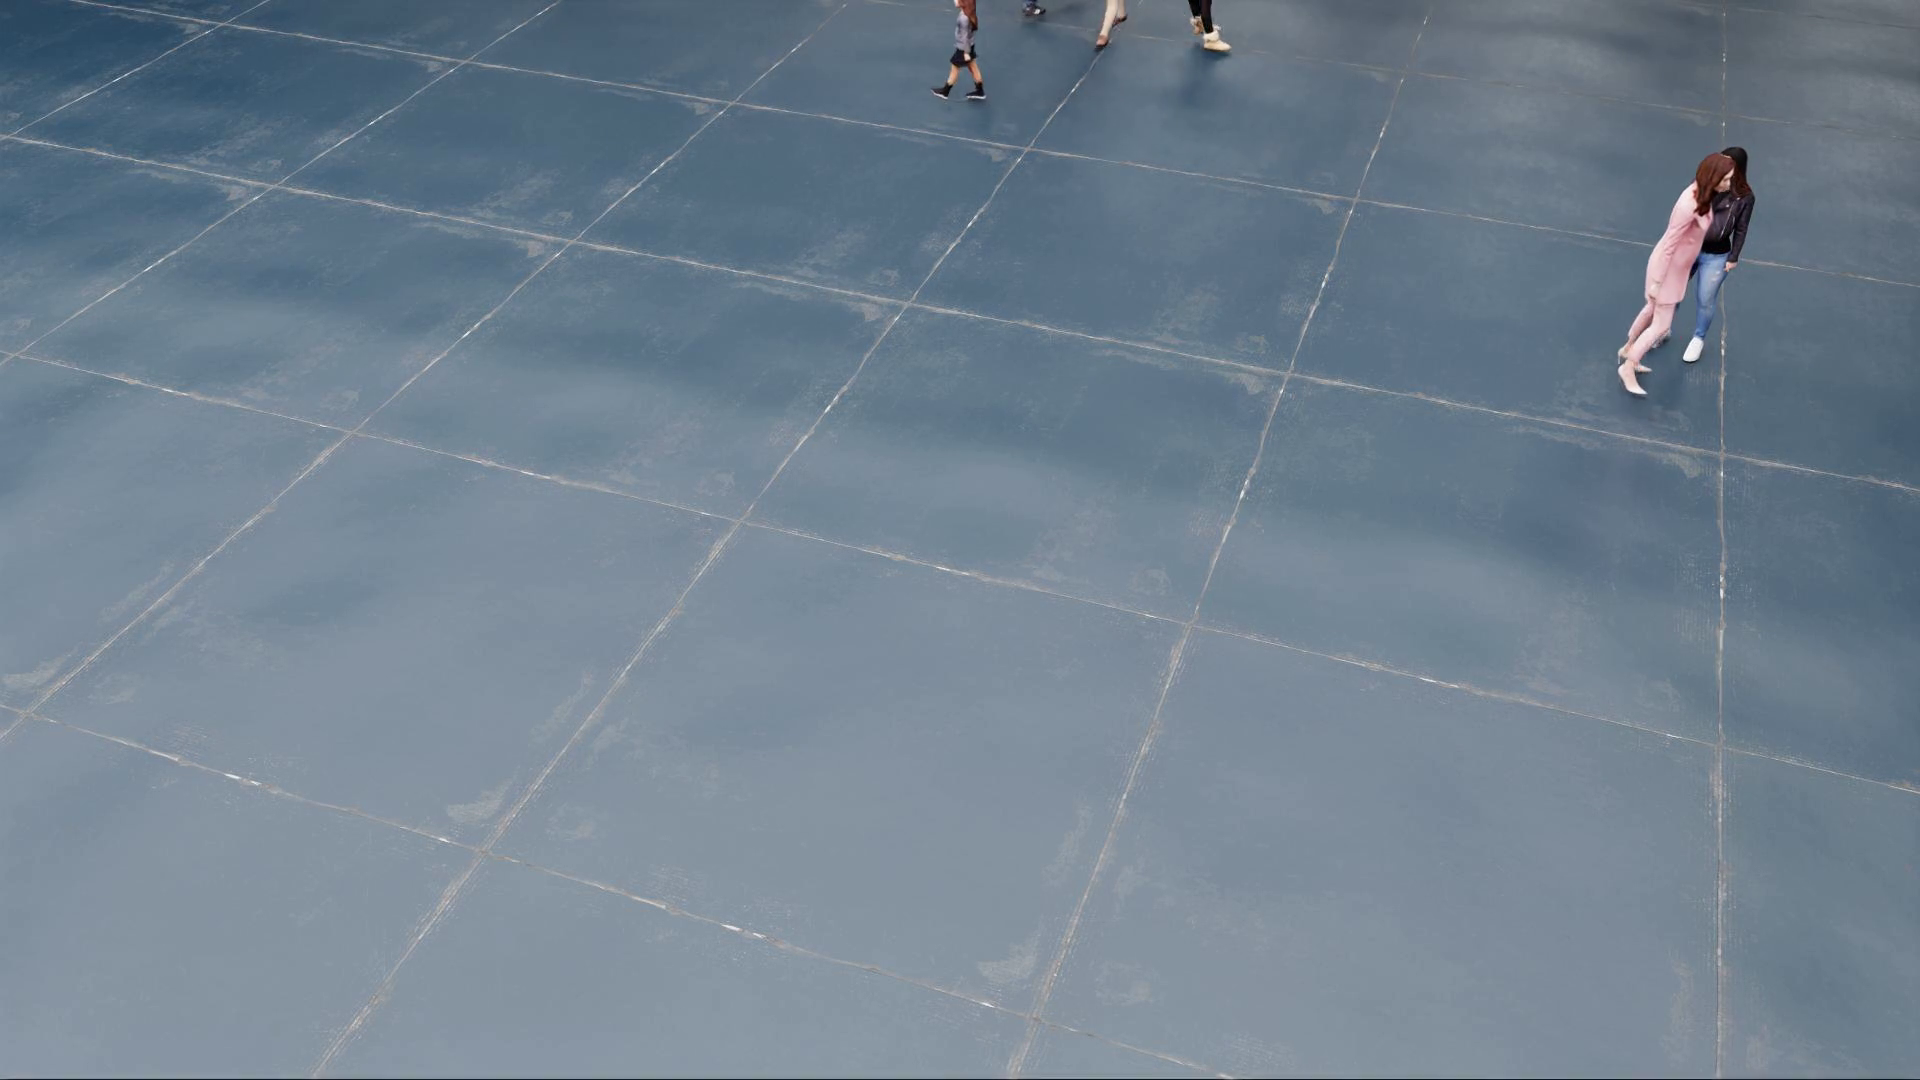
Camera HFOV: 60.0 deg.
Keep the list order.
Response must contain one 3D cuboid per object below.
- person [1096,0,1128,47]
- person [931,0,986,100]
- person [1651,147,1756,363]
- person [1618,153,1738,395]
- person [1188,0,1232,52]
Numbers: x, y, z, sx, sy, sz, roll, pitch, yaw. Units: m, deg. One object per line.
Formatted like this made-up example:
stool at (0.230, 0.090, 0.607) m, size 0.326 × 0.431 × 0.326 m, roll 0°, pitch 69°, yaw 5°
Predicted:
person at (1.463, -5.857, 16.822) m, size 1.077 × 1.631 × 0.868 m, roll 14°, pitch 40°, yaw 17°
person at (0.104, -4.692, 15.778) m, size 0.671 × 1.082 × 0.736 m, roll 2°, pitch 38°, yaw 3°
person at (5.370, -2.077, 11.993) m, size 0.703 × 1.628 × 0.709 m, roll -31°, pitch 48°, yaw -34°
person at (4.939, -1.867, 11.598) m, size 0.791 × 1.784 × 0.671 m, roll 24°, pitch 44°, yaw 27°
person at (2.631, -5.755, 16.722) m, size 0.671 × 1.594 × 0.712 m, roll -6°, pitch 38°, yaw -8°
